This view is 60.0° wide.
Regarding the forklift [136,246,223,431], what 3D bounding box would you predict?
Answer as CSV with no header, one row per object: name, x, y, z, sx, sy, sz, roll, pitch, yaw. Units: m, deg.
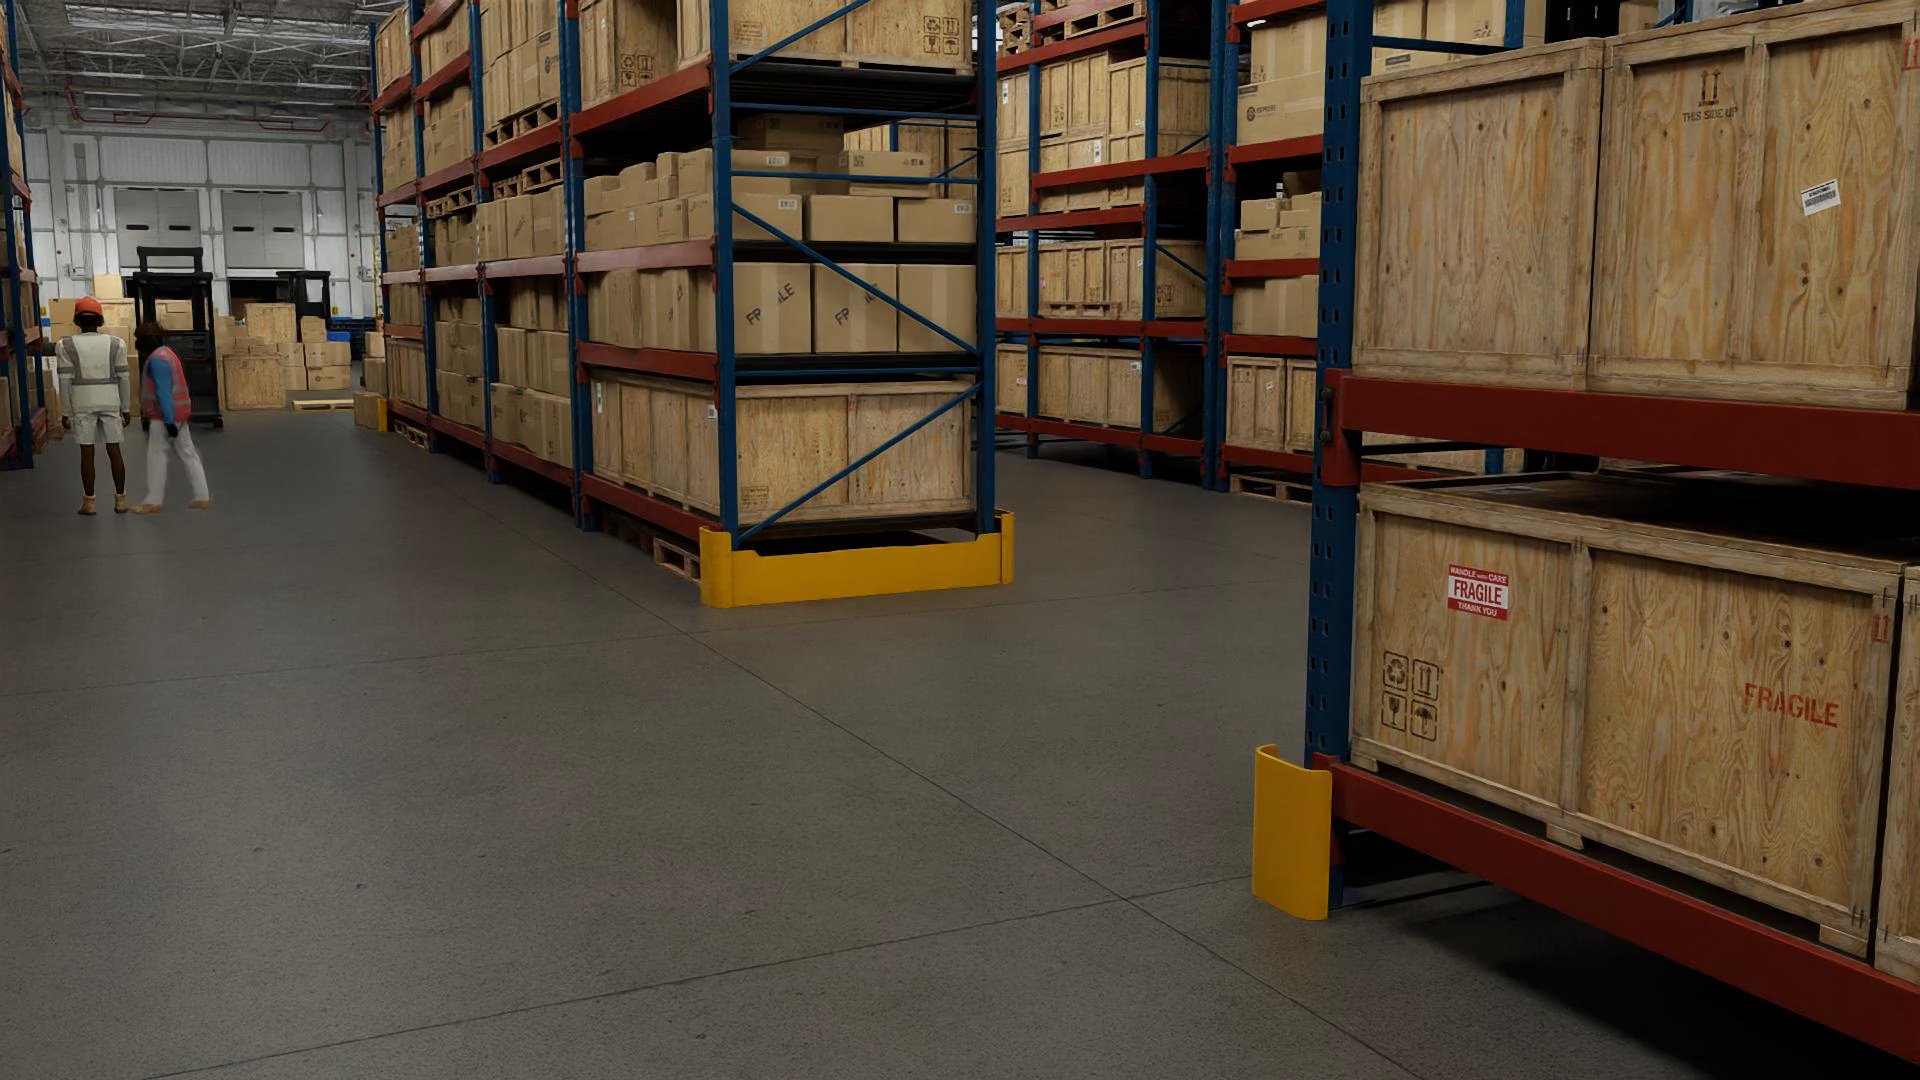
forklift,-12.218,-3.164,25.904,1.129,2.768,1.873,-4,9,-26

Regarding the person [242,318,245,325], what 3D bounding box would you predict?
person,-16.539,-4.597,39.087,0.587,1.920,0.392,-8,11,-44

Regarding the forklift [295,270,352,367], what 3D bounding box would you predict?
forklift,-18.442,-6.309,47.594,1.873,2.768,1.129,6,10,36

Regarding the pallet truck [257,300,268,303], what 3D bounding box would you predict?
pallet truck,-23.913,-7.404,58.171,1.885,1.965,0.823,-1,8,-9

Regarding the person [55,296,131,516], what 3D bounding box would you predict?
person,-8.095,-1.247,15.563,0.607,2.044,0.377,-6,10,-37

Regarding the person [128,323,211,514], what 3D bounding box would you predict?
person,-7.508,-1.147,15.760,0.680,1.806,0.654,-2,9,-14
